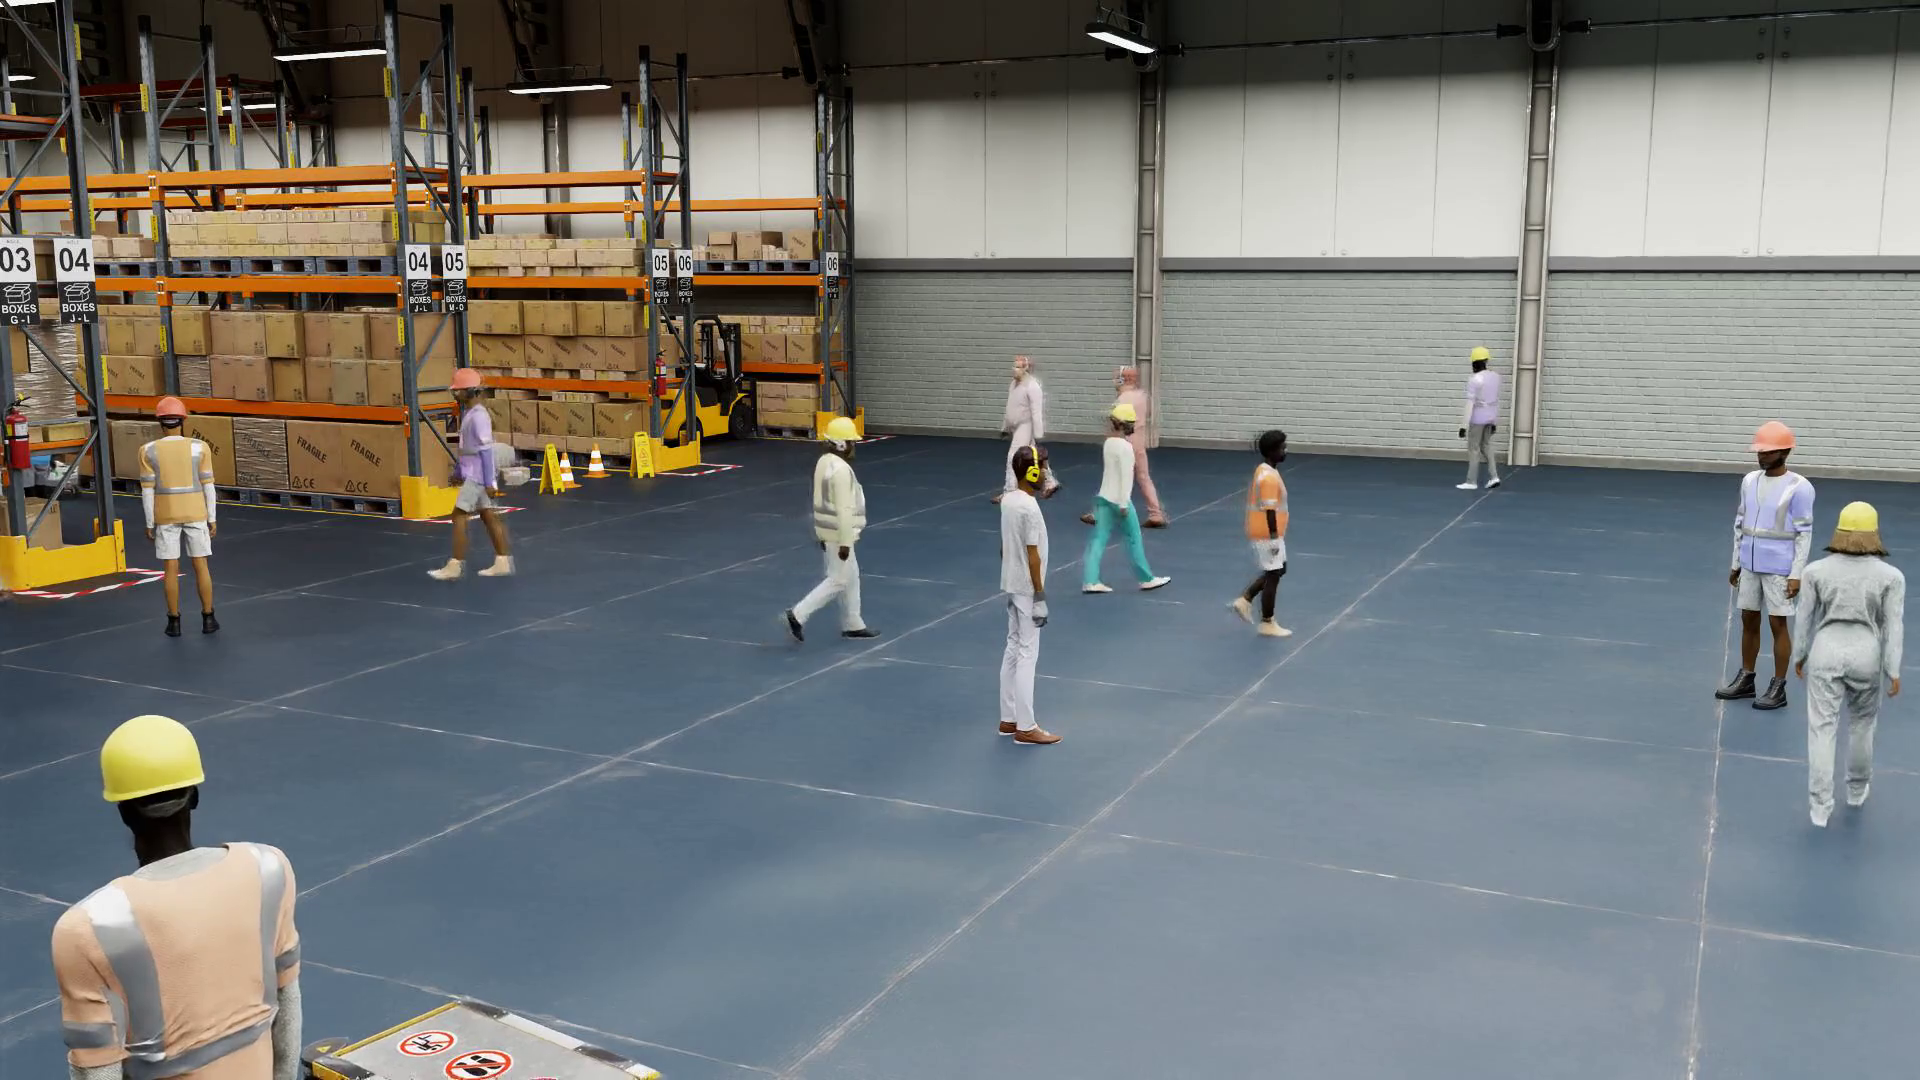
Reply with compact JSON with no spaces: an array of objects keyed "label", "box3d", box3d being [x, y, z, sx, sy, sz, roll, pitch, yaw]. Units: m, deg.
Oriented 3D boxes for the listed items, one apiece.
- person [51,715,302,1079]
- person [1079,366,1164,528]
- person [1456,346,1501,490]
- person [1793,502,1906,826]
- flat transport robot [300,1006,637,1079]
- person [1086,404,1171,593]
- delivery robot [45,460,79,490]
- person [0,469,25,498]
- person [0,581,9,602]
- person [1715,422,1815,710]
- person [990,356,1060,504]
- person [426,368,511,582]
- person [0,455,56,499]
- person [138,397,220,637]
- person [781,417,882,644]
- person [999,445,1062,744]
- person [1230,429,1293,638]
[{"label":"person","box3d":[-1.830,1.359,3.937,0.381,1.923,0.591,6,11,31]},{"label":"person","box3d":[1.889,-1.055,18.972,1.020,1.853,0.635,6,11,33]},{"label":"person","box3d":[6.933,-1.616,22.193,0.634,1.927,0.411,-6,11,-33]},{"label":"person","box3d":[4.787,0.643,8.977,0.525,1.708,0.826,5,11,29]},{"label":"flat transport robot","box3d":[-1.577,1.900,5.671,1.431,0.197,0.652,7,11,35]},{"label":"person","box3d":[1.519,-0.373,15.129,0.867,1.720,0.548,-4,10,-22]},{"label":"delivery robot","box3d":[-11.710,-0.854,21.405,0.707,0.478,0.477,4,10,25]},{"label":"person","box3d":[-11.043,-1.068,19.076,0.429,1.839,0.634,6,11,32]},{"label":"person","box3d":[-8.839,-0.315,14.384,1.047,1.876,0.737,-2,9,-12]},{"label":"person","box3d":[5.415,0.170,11.191,0.364,1.934,0.551,-4,10,-24]},{"label":"person","box3d":[0.853,-1.404,21.078,0.988,1.866,0.644,-3,10,-18]},{"label":"person","box3d":[-4.713,-0.608,15.744,0.914,2.007,0.619,-3,10,-17]},{"label":"person","box3d":[-10.274,-0.871,18.341,0.553,1.671,0.554,6,11,31]},{"label":"person","box3d":[-6.279,-0.185,13.394,0.542,1.928,0.375,-4,10,-24]},{"label":"person","box3d":[-1.015,-0.062,13.022,0.772,1.809,0.600,-3,10,-17]},{"label":"person","box3d":[0.420,0.338,10.385,0.327,1.865,0.519,-3,10,-20]},{"label":"person","box3d":[2.459,-0.052,13.315,0.413,1.683,0.552,1,9,5]}]
